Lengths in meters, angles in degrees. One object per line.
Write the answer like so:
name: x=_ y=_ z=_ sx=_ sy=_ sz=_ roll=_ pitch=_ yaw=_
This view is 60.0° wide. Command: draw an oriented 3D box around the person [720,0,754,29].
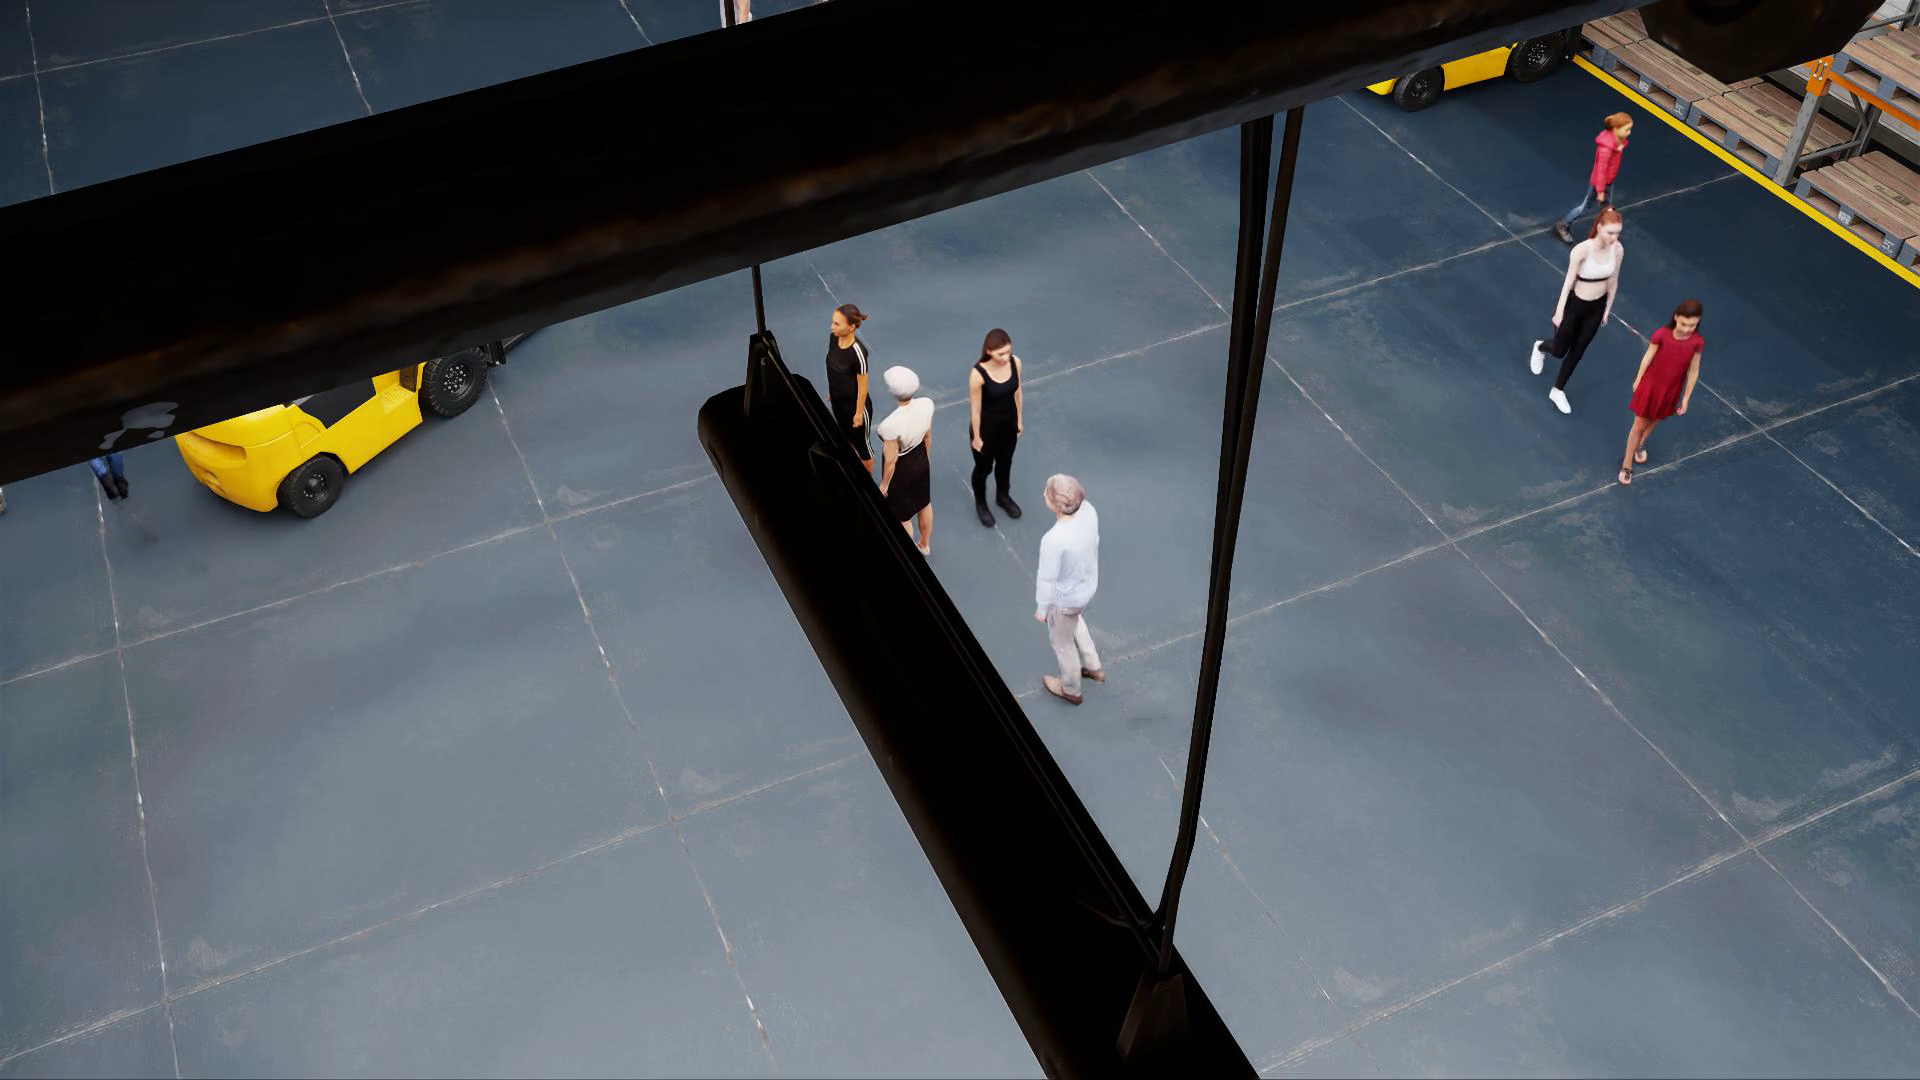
person: x=-2.133 y=-4.985 z=16.091 sx=0.766 sy=1.862 sz=0.555 roll=-10 pitch=44 yaw=-10

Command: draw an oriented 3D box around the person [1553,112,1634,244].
person: x=5.561 y=-3.140 z=14.563 sx=0.653 sy=1.298 sz=0.874 roll=-31 pitch=52 yaw=-29

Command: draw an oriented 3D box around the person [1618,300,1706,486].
person: x=5.228 y=-1.205 z=12.366 sx=0.804 sy=1.527 sz=0.903 roll=9 pitch=44 yaw=9

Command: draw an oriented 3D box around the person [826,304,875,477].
person: x=-0.791 y=-1.022 z=12.071 sx=0.680 sy=1.669 sz=0.525 roll=-27 pitch=50 yaw=-25

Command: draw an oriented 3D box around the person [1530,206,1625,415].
person: x=4.770 y=-1.826 z=12.871 sx=0.719 sy=1.730 sz=0.912 roll=-7 pitch=44 yaw=-8

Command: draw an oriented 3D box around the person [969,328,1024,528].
person: x=0.241 y=-0.823 z=11.848 sx=0.614 sy=1.688 sz=0.607 roll=-25 pitch=49 yaw=-24

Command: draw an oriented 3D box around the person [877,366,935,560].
person: x=-0.355 y=-0.462 z=11.421 sx=0.661 sy=1.754 sz=0.702 roll=33 pitch=53 yaw=30

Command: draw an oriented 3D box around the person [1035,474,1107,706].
person: x=0.776 y=0.355 z=10.475 sx=0.866 sy=1.877 sz=0.835 roll=28 pitch=50 yaw=26
